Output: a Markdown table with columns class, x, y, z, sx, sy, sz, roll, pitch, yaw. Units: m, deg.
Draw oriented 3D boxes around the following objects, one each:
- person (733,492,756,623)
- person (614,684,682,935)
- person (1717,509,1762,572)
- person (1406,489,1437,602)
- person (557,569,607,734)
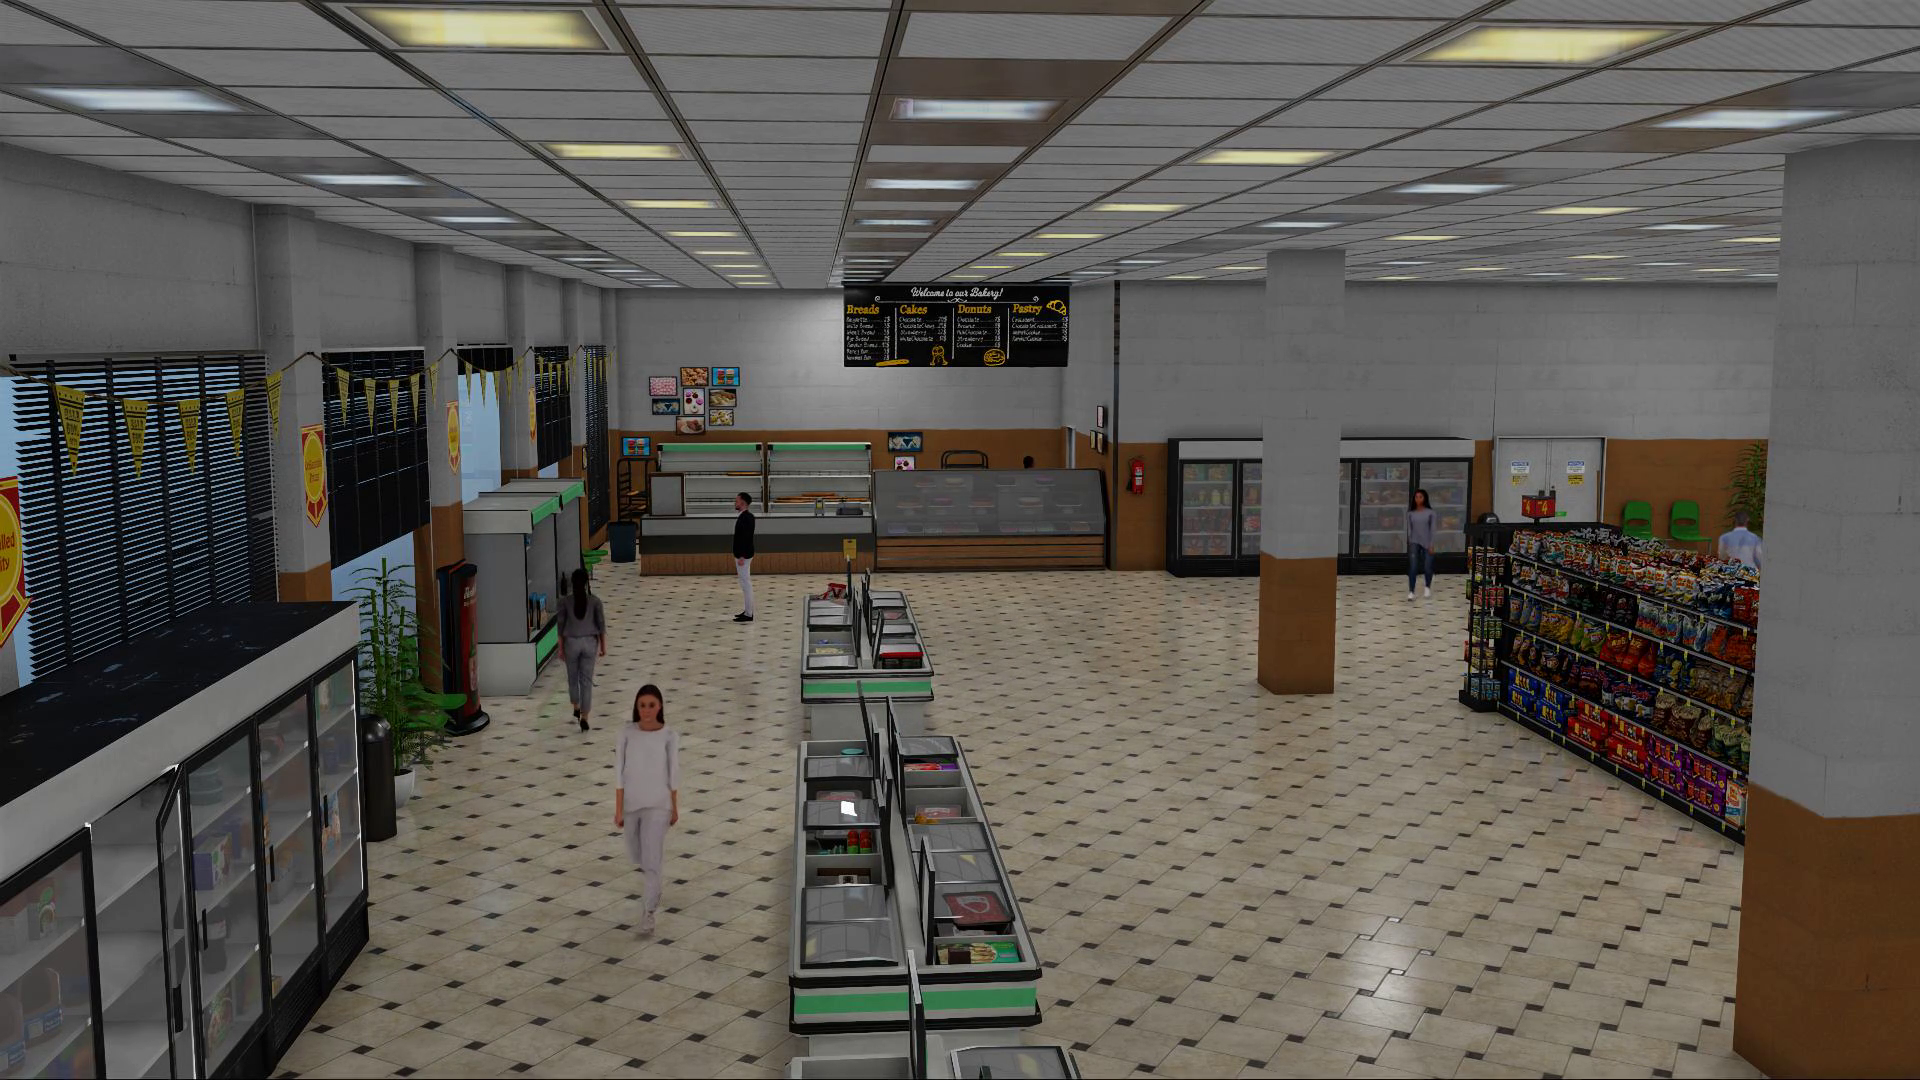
| class | x | y | z | sx | sy | sz | roll | pitch | yaw |
| --- | --- | --- | --- | --- | --- | --- | --- | --- | --- |
| person | -3.062 | 0.232 | 23.737 | 0.728 | 1.845 | 0.514 | 0 | 7 | 0 |
| person | -2.150 | 1.810 | 11.431 | 0.684 | 1.663 | 1.047 | 0 | 7 | 3 |
| person | 10.039 | 0.539 | 21.430 | 1.054 | 1.789 | 1.280 | 3 | 7 | 22 |
| person | 7.106 | 0.103 | 25.475 | 1.021 | 1.683 | 1.266 | 3 | 8 | 26 |
| person | -3.877 | 1.149 | 16.961 | 0.625 | 1.650 | 0.907 | -1 | 7 | -7 |
